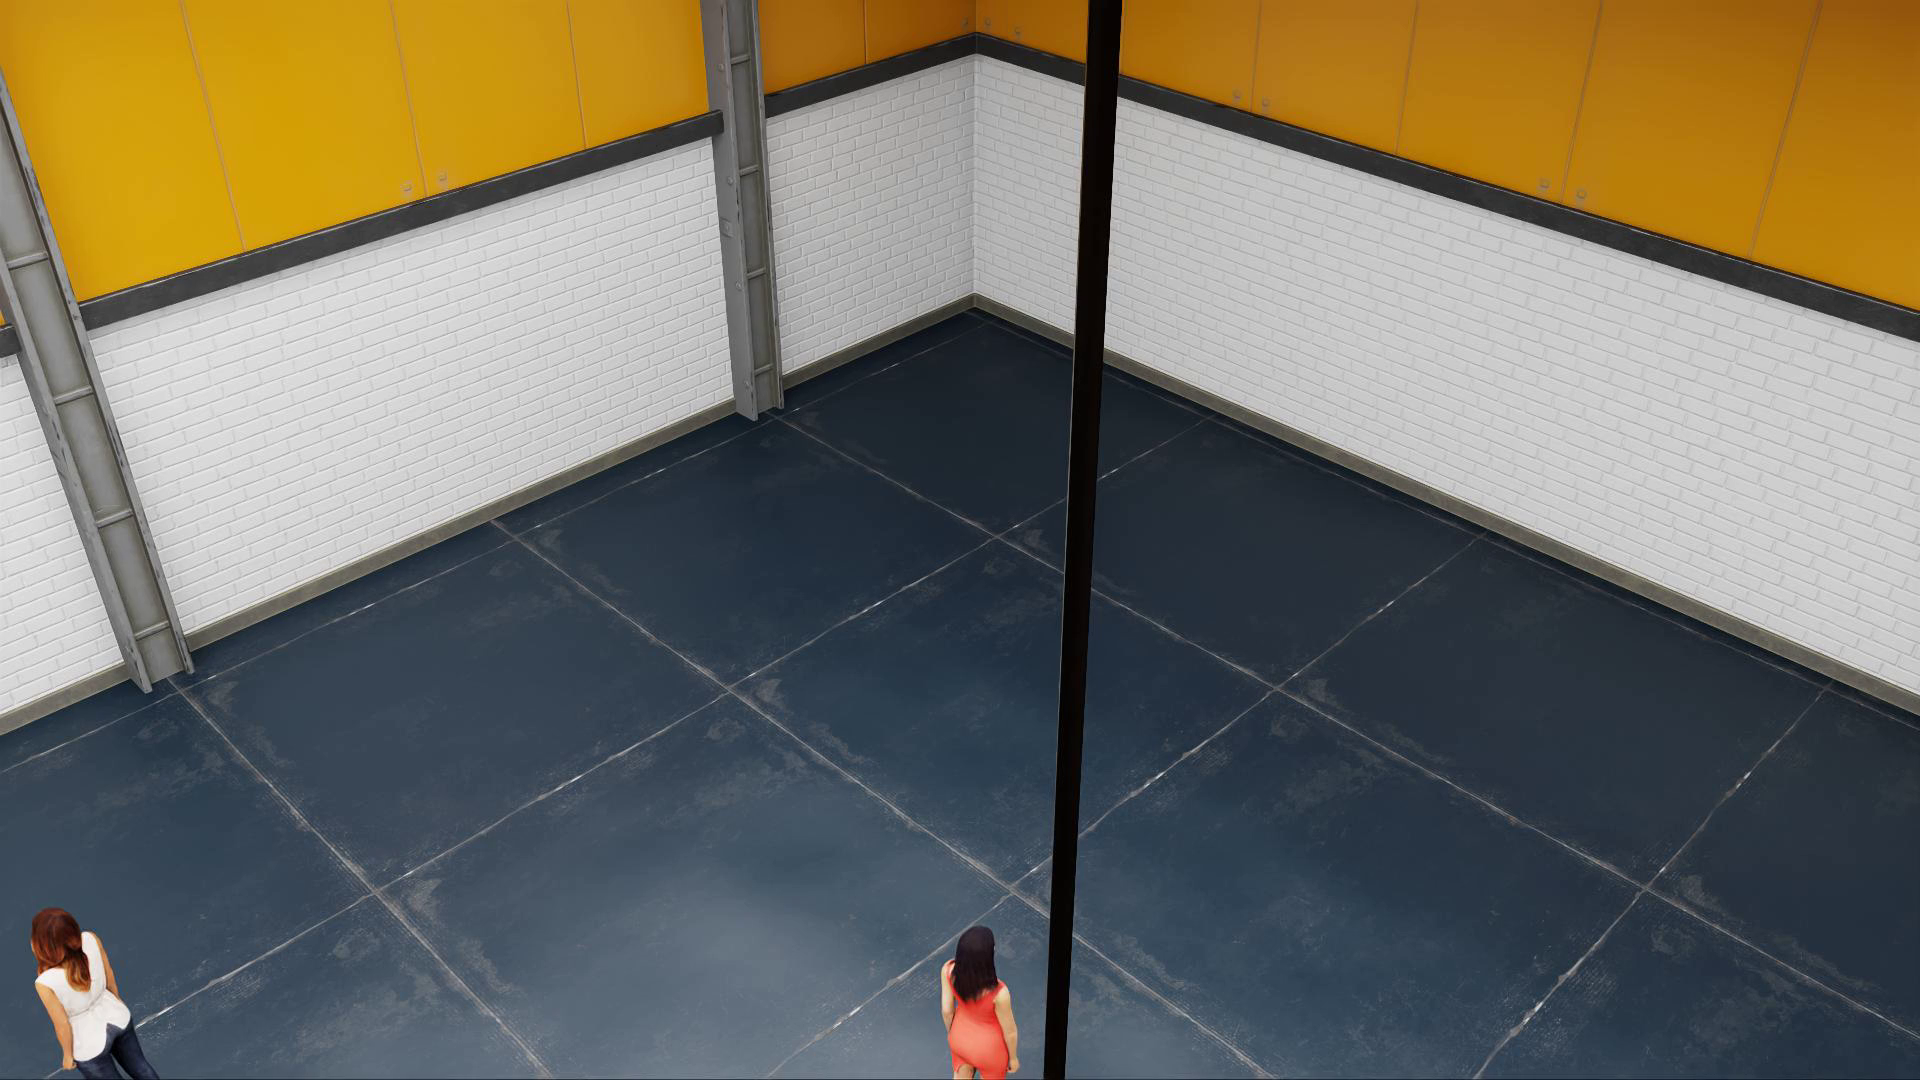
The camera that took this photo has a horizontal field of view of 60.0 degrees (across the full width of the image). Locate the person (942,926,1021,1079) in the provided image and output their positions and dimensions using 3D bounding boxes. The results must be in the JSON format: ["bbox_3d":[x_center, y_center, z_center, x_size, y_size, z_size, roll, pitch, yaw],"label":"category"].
[{"bbox_3d":[0.100,2.705,8.935,0.643,1.719,0.618,17,37,24],"label":"person"}]

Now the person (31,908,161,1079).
[{"bbox_3d":[-4.631,2.645,8.966,0.726,1.785,0.604,11,35,15],"label":"person"}]
